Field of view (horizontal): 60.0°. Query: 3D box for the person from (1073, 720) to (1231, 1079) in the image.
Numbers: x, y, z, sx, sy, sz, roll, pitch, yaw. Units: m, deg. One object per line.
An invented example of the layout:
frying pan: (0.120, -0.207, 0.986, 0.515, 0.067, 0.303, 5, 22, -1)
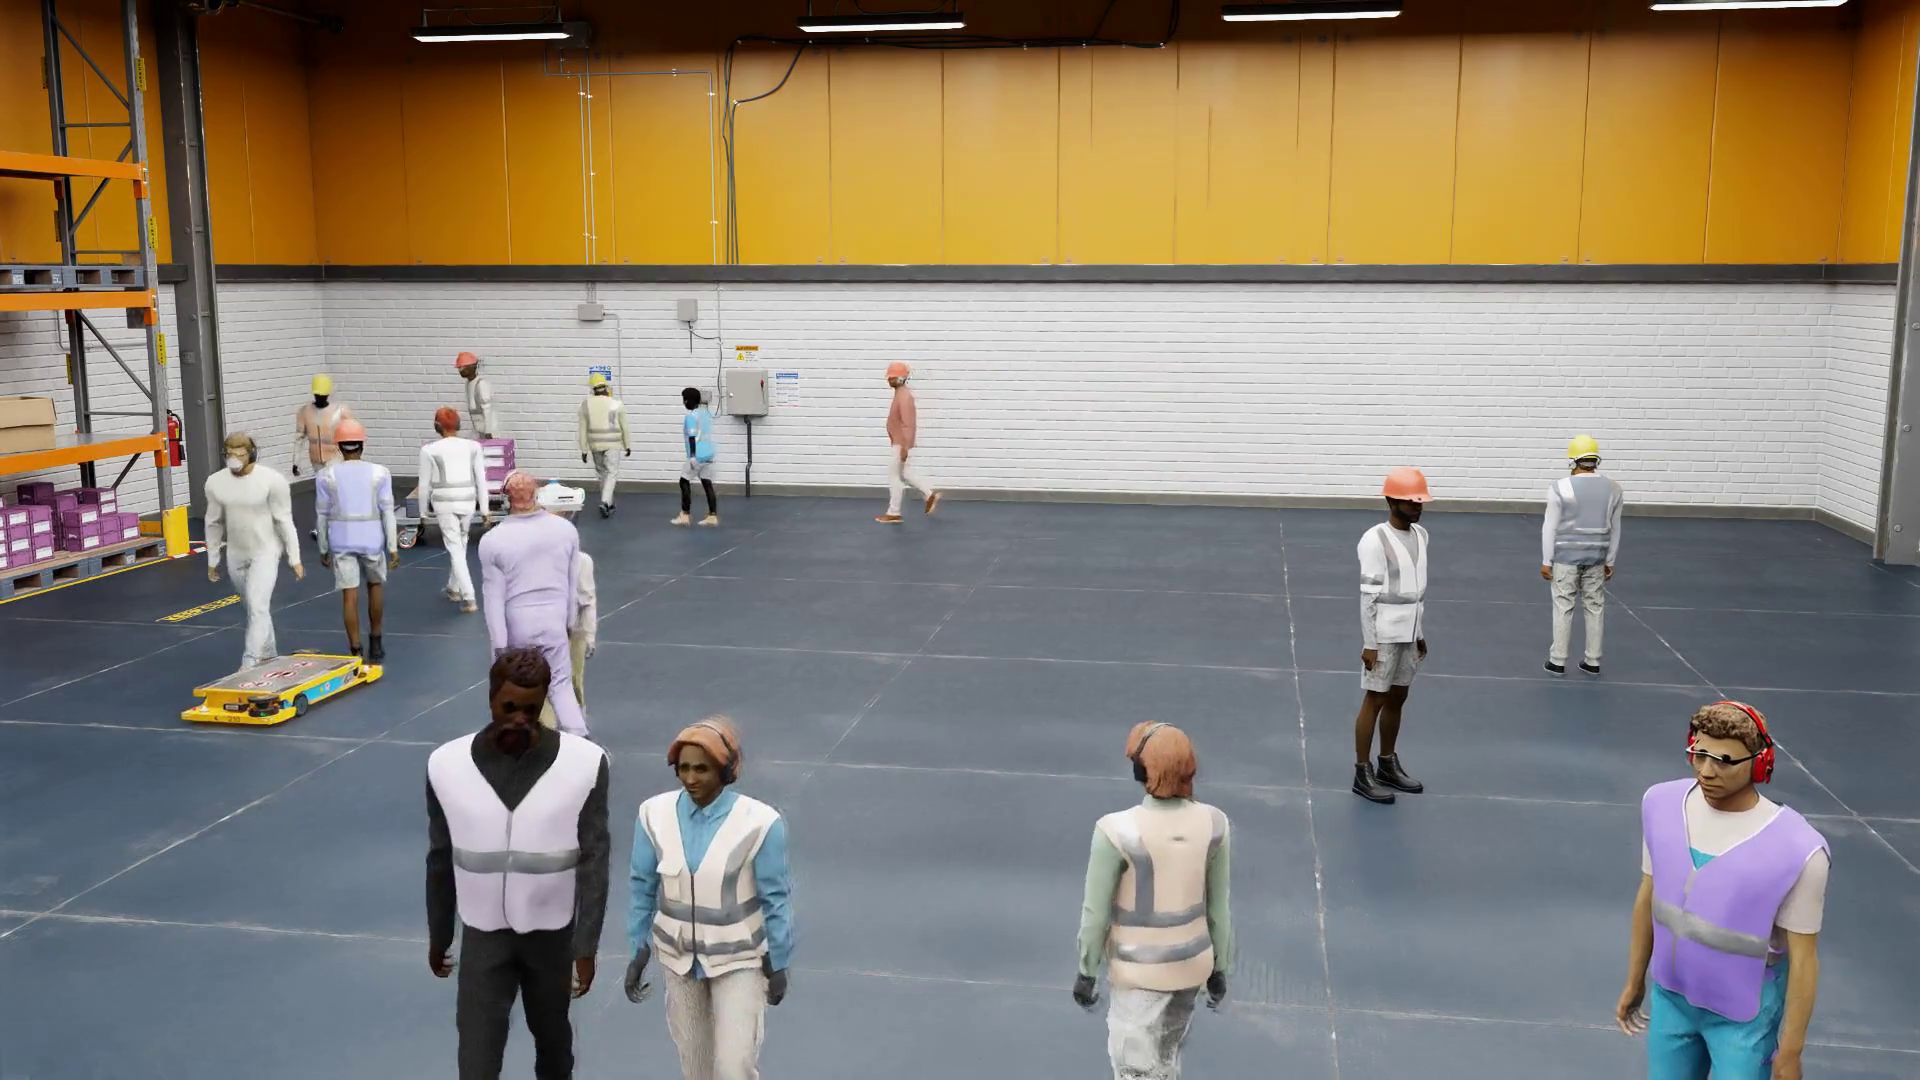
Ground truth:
person: (0.672, 1.388, 5.262, 0.518, 1.614, 0.710, -5, 11, -30)

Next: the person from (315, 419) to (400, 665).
person: (-4.658, 0.017, 12.870, 0.594, 1.905, 0.811, -3, 10, -20)

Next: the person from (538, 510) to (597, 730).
person: (-2.495, 0.588, 10.317, 0.496, 1.591, 0.853, -2, 9, -9)

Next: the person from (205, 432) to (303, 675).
person: (-5.232, 0.146, 12.181, 0.672, 1.867, 1.076, 1, 9, 8)

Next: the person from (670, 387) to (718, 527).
person: (-3.184, -0.987, 19.816, 0.660, 1.665, 0.551, 3, 10, 19)

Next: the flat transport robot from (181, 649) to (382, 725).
flat transport robot: (-4.747, 1.020, 11.718, 0.652, 0.197, 1.431, 2, 9, 11)

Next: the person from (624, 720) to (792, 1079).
person: (-0.809, 1.374, 5.339, 0.533, 1.629, 0.370, 3, 10, 19)

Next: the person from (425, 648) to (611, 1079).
person: (-1.439, 1.238, 5.446, 0.618, 1.867, 0.955, -1, 9, -8)

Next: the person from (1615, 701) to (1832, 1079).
person: (2.206, 1.352, 4.828, 0.383, 1.836, 0.569, -5, 10, -28)

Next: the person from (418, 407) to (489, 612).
person: (-4.567, -0.282, 15.003, 0.582, 1.831, 1.003, -7, 12, -38)

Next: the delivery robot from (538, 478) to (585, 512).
delivery robot: (-4.869, -0.496, 19.955, 0.707, 0.478, 0.477, -3, 10, -19)

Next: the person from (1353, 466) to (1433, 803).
person: (2.519, 0.535, 9.569, 0.549, 1.936, 0.376, -8, 12, -39)

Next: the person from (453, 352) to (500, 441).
person: (-6.329, -1.496, 22.088, 0.755, 1.992, 0.613, -8, 12, -41)

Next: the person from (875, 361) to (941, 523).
person: (-0.644, -1.190, 20.172, 0.726, 1.971, 0.627, -1, 9, -4)

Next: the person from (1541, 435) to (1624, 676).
person: (4.652, 0.123, 12.498, 0.585, 1.824, 0.405, -1, 9, -6)

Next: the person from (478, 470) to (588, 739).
person: (-2.519, 0.519, 9.872, 0.630, 1.881, 0.879, -6, 11, -35)

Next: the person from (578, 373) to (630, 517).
person: (-4.425, -1.181, 20.693, 0.594, 1.789, 0.858, 1, 9, 5)

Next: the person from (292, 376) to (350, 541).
person: (-7.208, -0.916, 18.791, 0.627, 1.856, 1.003, 1, 9, 6)
